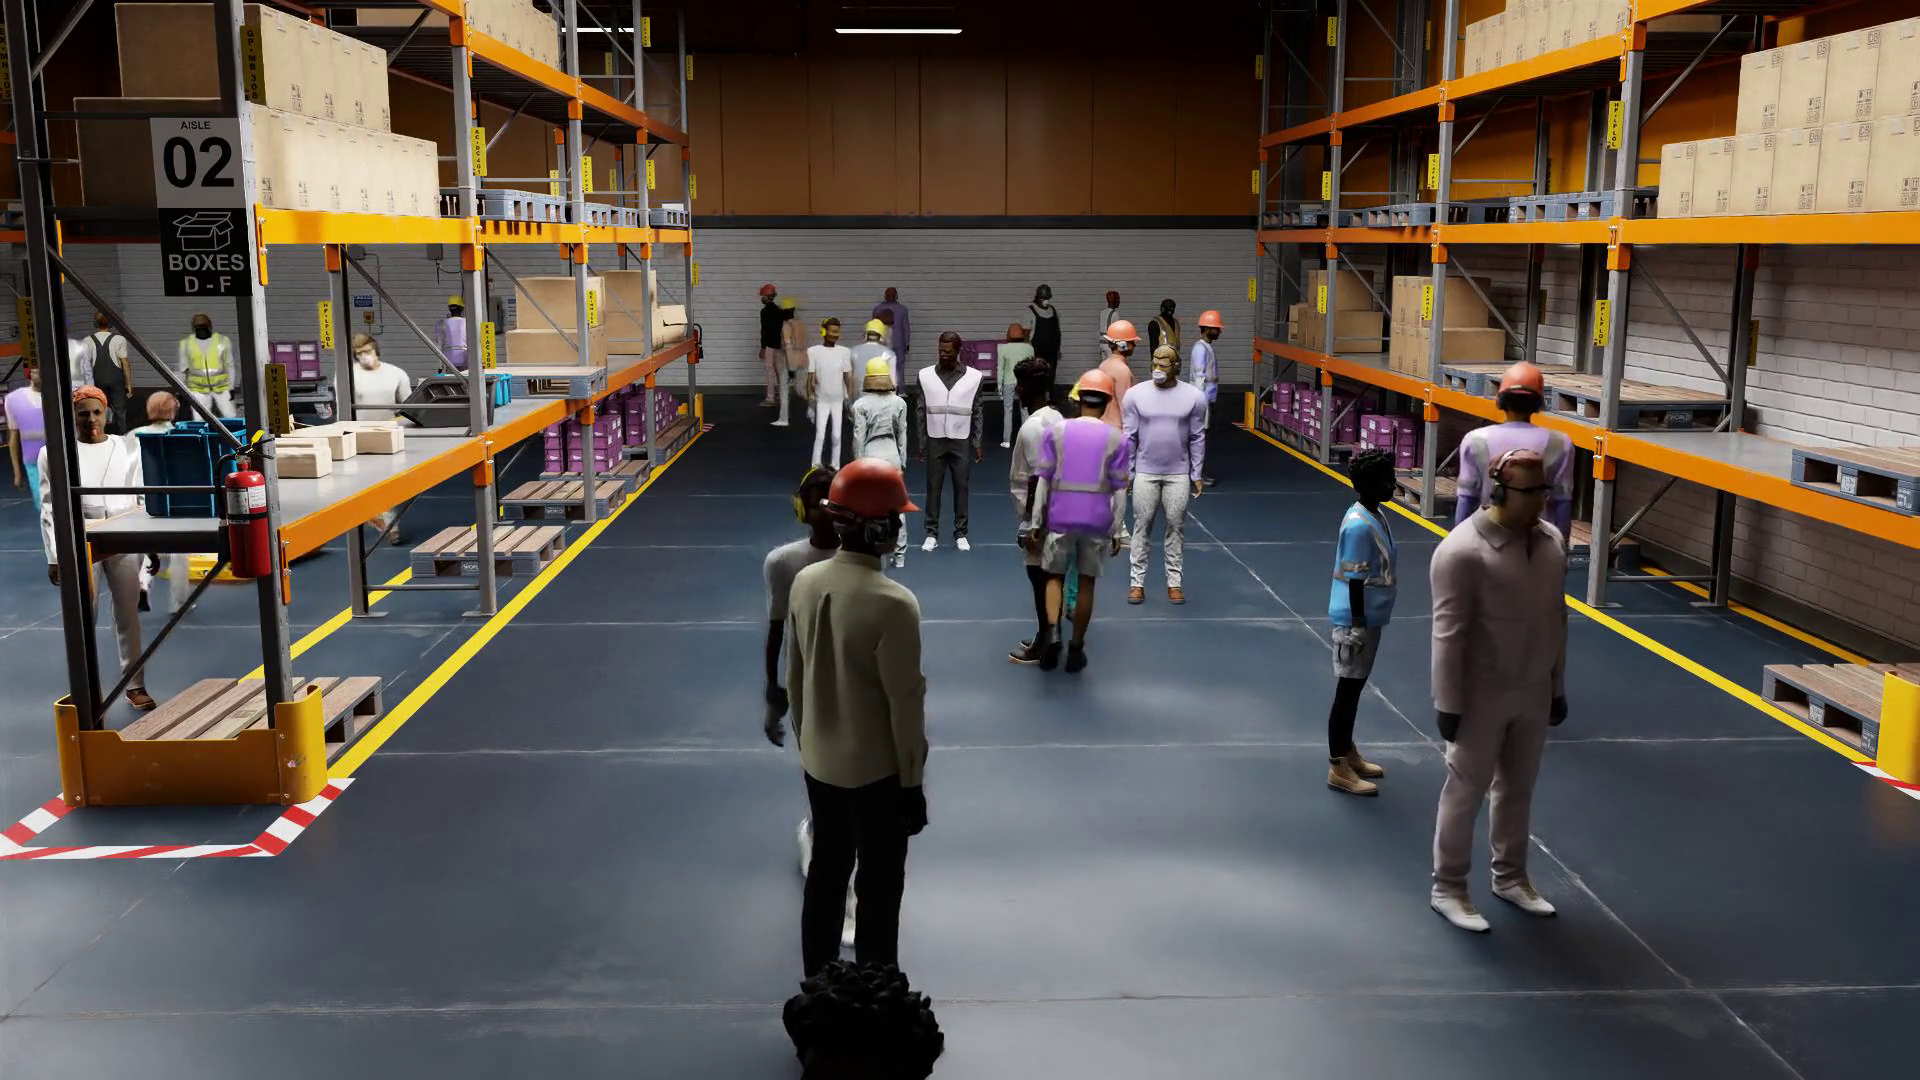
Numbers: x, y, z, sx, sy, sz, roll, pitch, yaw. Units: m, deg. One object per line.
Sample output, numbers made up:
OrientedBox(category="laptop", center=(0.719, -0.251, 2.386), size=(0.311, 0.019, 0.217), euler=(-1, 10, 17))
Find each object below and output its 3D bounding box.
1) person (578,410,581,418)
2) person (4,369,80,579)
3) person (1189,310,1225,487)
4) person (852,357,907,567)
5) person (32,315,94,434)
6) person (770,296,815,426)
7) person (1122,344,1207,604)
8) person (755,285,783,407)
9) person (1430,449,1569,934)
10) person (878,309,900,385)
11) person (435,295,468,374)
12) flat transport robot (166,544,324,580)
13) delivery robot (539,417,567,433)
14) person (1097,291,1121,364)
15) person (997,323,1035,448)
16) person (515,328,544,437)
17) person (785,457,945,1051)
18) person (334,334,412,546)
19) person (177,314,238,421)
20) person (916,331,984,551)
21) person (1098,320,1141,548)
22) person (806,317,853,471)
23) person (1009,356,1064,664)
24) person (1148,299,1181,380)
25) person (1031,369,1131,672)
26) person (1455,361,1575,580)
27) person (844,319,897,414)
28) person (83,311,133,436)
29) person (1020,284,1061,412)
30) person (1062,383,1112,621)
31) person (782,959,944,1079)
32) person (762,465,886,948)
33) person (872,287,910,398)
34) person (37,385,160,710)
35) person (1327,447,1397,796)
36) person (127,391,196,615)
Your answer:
OrientedBox(category="person", center=(-5.705, -2.489, 23.883), size=(0.760, 1.805, 0.543), euler=(-7, 12, -34))
OrientedBox(category="person", center=(-7.242, -0.599, 13.290), size=(0.604, 1.818, 0.607), euler=(-5, 11, -27))
OrientedBox(category="person", center=(2.712, -1.552, 18.285), size=(0.378, 1.932, 0.551), euler=(3, 11, 16))
OrientedBox(category="person", center=(-0.667, -0.623, 13.653), size=(0.489, 1.741, 0.321), euler=(-5, 12, -28))
OrientedBox(category="person", center=(-10.271, -1.668, 19.064), size=(0.629, 1.900, 1.019), euler=(-5, 11, -24))
OrientedBox(category="person", center=(-2.372, -2.586, 24.160), size=(0.794, 1.901, 0.595), euler=(4, 11, 23))
OrientedBox(category="person", center=(1.506, -0.484, 12.338), size=(0.629, 1.937, 0.379), euler=(1, 10, 5))
OrientedBox(category="person", center=(-3.110, -3.159, 27.192), size=(0.425, 1.987, 0.645), euler=(5, 11, 25))
OrientedBox(category="person", center=(2.127, 0.584, 6.507), size=(0.649, 1.898, 0.400), euler=(-6, 12, -28))
OrientedBox(category="person", center=(-1.154, -2.863, 26.486), size=(0.423, 1.618, 0.502), euler=(-6, 12, -30))
OrientedBox(category="person", center=(-7.170, -2.527, 23.776), size=(0.586, 1.916, 0.391), euler=(-2, 10, -12))
OrientedBox(category="flat transport robot", center=(-5.873, 0.097, 13.735), size=(0.652, 0.197, 1.431), euler=(0, 10, 3))
OrientedBox(category="delivery robot", center=(-5.655, -1.706, 22.727), size=(0.477, 0.478, 0.707), euler=(2, 10, 10))
OrientedBox(category="person", center=(2.448, -3.101, 27.070), size=(0.337, 1.877, 0.585), euler=(-5, 11, -26))
OrientedBox(category="person", center=(0.728, -2.016, 21.743), size=(0.497, 1.626, 0.287), euler=(-1, 10, -8))
OrientedBox(category="person", center=(-5.808, -2.346, 23.039), size=(0.718, 1.832, 1.033), euler=(-5, 11, -24))
OrientedBox(category="person", center=(-0.313, 0.721, 5.456), size=(0.395, 1.993, 0.614), euler=(-9, 14, -41))
OrientedBox(category="person", center=(-5.210, -0.917, 14.957), size=(0.732, 1.875, 1.065), euler=(-6, 12, -29))
OrientedBox(category="person", center=(-9.019, -1.816, 20.091), size=(0.783, 1.822, 0.531), euler=(-3, 11, -17))
OrientedBox(category="person", center=(-0.089, -0.857, 14.474), size=(0.589, 1.915, 0.399), euler=(0, 10, 2))
OrientedBox(category="person", center=(1.397, -0.934, 14.671), size=(0.378, 1.996, 0.611), euler=(-3, 11, -16))
OrientedBox(category="person", center=(-1.420, -1.510, 18.265), size=(0.545, 1.867, 0.377), euler=(-4, 11, -23))
OrientedBox(category="person", center=(0.499, -0.188, 10.602), size=(0.364, 1.962, 0.612), euler=(3, 11, 17))
OrientedBox(category="person", center=(3.057, -2.656, 24.711), size=(0.430, 1.840, 0.621), euler=(10, 14, 43))
OrientedBox(category="person", center=(0.741, -0.100, 10.292), size=(0.603, 1.899, 0.628), euler=(2, 10, 11))
OrientedBox(category="person", center=(3.059, 0.033, 9.216), size=(0.621, 2.029, 0.597), euler=(4, 11, 20))
OrientedBox(category="person", center=(-1.013, -1.614, 18.978), size=(0.617, 1.810, 0.450), euler=(2, 10, 9))
OrientedBox(category="person", center=(-10.528, -1.922, 20.593), size=(0.514, 1.846, 0.337), euler=(-3, 10, -14))
OrientedBox(category="person", center=(1.297, -2.998, 26.051), size=(0.690, 2.000, 0.543), euler=(-6, 12, -29))
OrientedBox(category="person", center=(0.808, -0.255, 11.589), size=(0.550, 1.737, 0.435), euler=(-3, 10, -14))
OrientedBox(category="person", center=(-0.140, 1.413, 2.428), size=(0.530, 1.697, 0.321), euler=(2, 10, 13))
OrientedBox(category="person", center=(-0.530, 0.591, 6.646), size=(0.522, 1.838, 0.932), euler=(-4, 11, -22))
OrientedBox(category="person", center=(-1.171, -3.391, 28.611), size=(0.641, 1.908, 0.408), euler=(1, 10, 7))
OrientedBox(category="person", center=(-4.866, 0.062, 9.435), size=(0.586, 1.882, 0.341), euler=(-8, 13, -39))
OrientedBox(category="person", center=(1.974, 0.386, 8.152), size=(0.318, 1.695, 0.540), euler=(4, 11, 20))
OrientedBox(category="person", center=(-5.686, -0.247, 11.865), size=(0.537, 1.623, 0.445), euler=(0, 10, 2))
